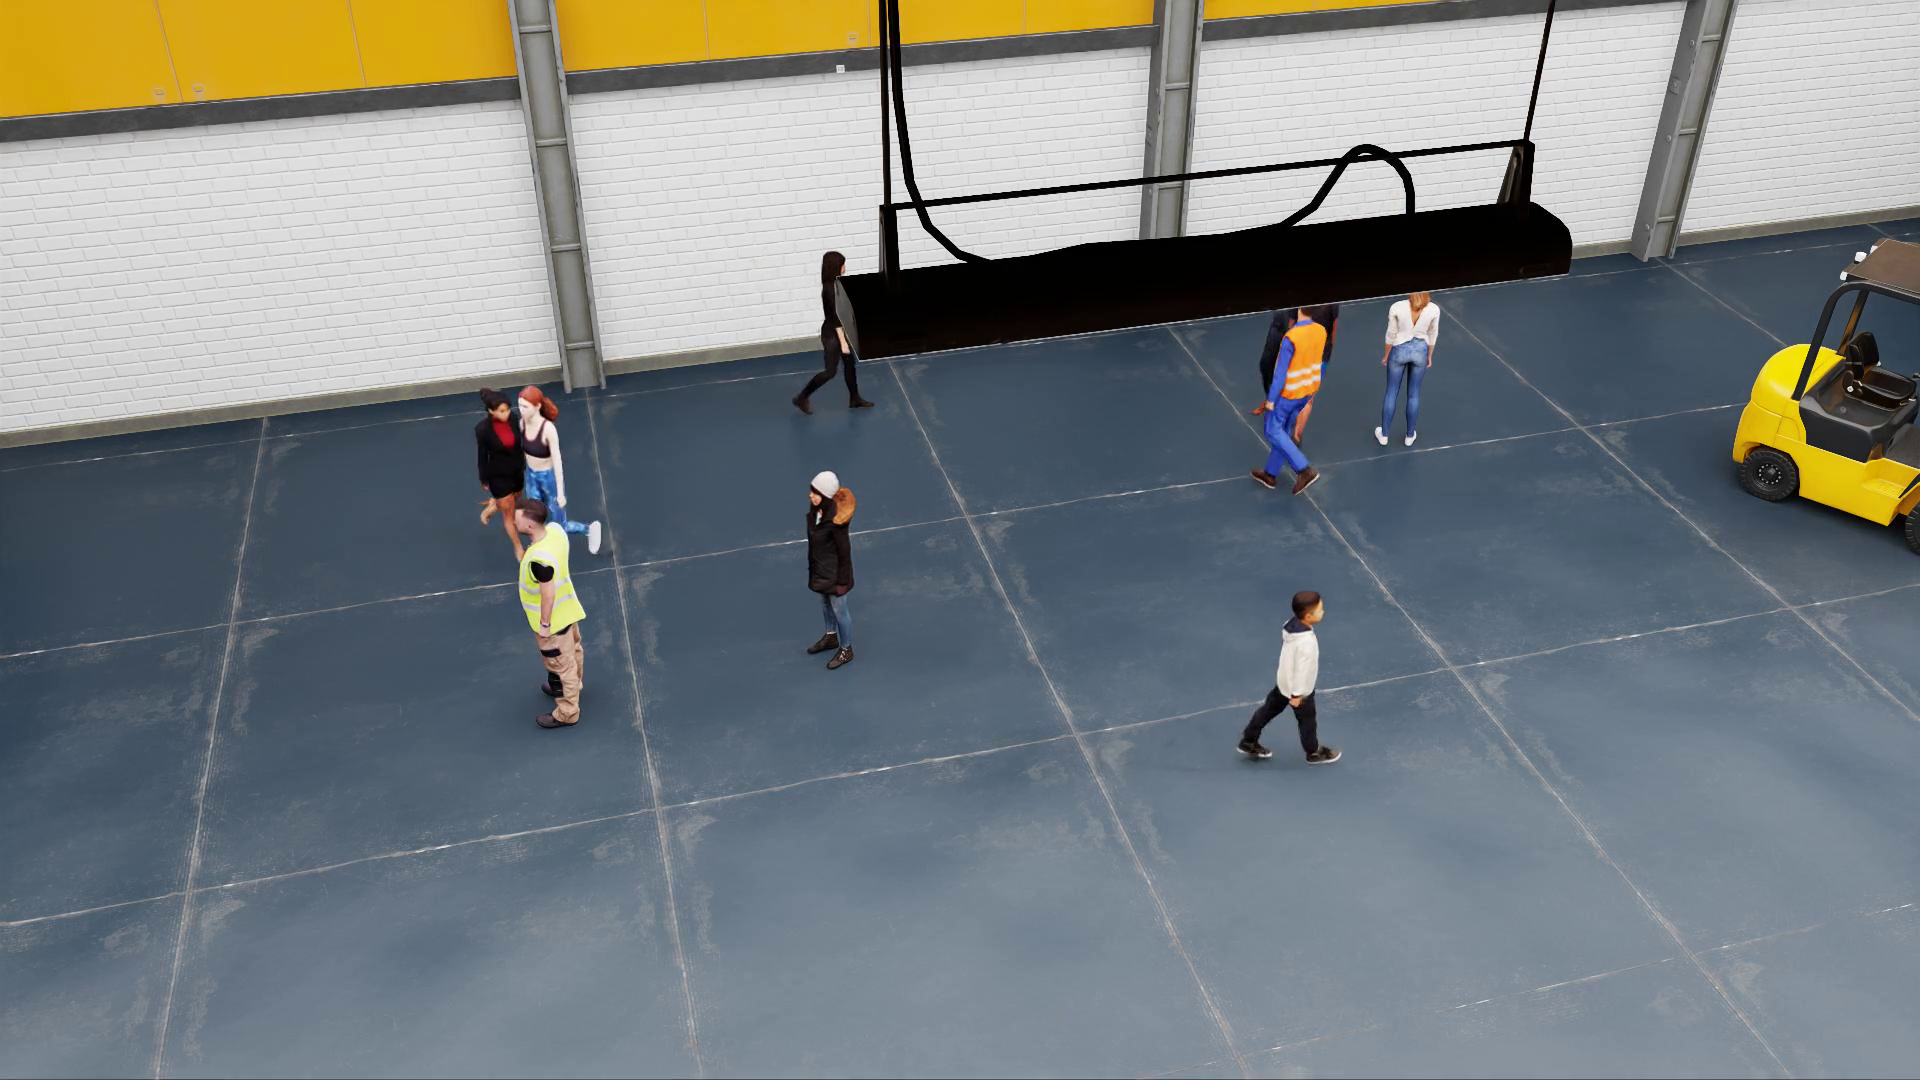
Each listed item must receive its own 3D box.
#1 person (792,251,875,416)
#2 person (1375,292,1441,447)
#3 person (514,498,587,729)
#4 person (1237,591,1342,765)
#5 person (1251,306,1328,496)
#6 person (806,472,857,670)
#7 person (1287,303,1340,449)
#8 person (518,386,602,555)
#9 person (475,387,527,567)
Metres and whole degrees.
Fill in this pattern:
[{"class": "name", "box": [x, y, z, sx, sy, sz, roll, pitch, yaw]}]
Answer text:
[{"class": "person", "box": [-1.227, -1.882, 15.449, 1.054, 1.621, 0.744, -1, 34, -1]}, {"class": "person", "box": [4.044, -1.644, 15.003, 0.609, 1.719, 0.742, 4, 34, 6]}, {"class": "person", "box": [-2.876, 0.485, 11.684, 0.799, 1.847, 0.774, 0, 34, 0]}, {"class": "person", "box": [2.211, 0.962, 11.349, 0.997, 1.424, 0.728, -1, 34, -1]}, {"class": "person", "box": [2.921, -1.218, 14.270, 1.049, 1.821, 1.038, 26, 41, 33]}, {"class": "person", "box": [-0.958, 0.206, 12.296, 0.721, 1.634, 0.718, -22, 39, -29]}, {"class": "person", "box": [3.145, -1.634, 14.963, 1.122, 1.747, 1.108, 13, 36, 18]}, {"class": "person", "box": [-3.200, -0.432, 13.133, 0.976, 1.770, 1.068, 21, 39, 28]}, {"class": "person", "box": [-3.730, -0.516, 13.409, 0.936, 1.603, 0.971, 28, 42, 35]}]
